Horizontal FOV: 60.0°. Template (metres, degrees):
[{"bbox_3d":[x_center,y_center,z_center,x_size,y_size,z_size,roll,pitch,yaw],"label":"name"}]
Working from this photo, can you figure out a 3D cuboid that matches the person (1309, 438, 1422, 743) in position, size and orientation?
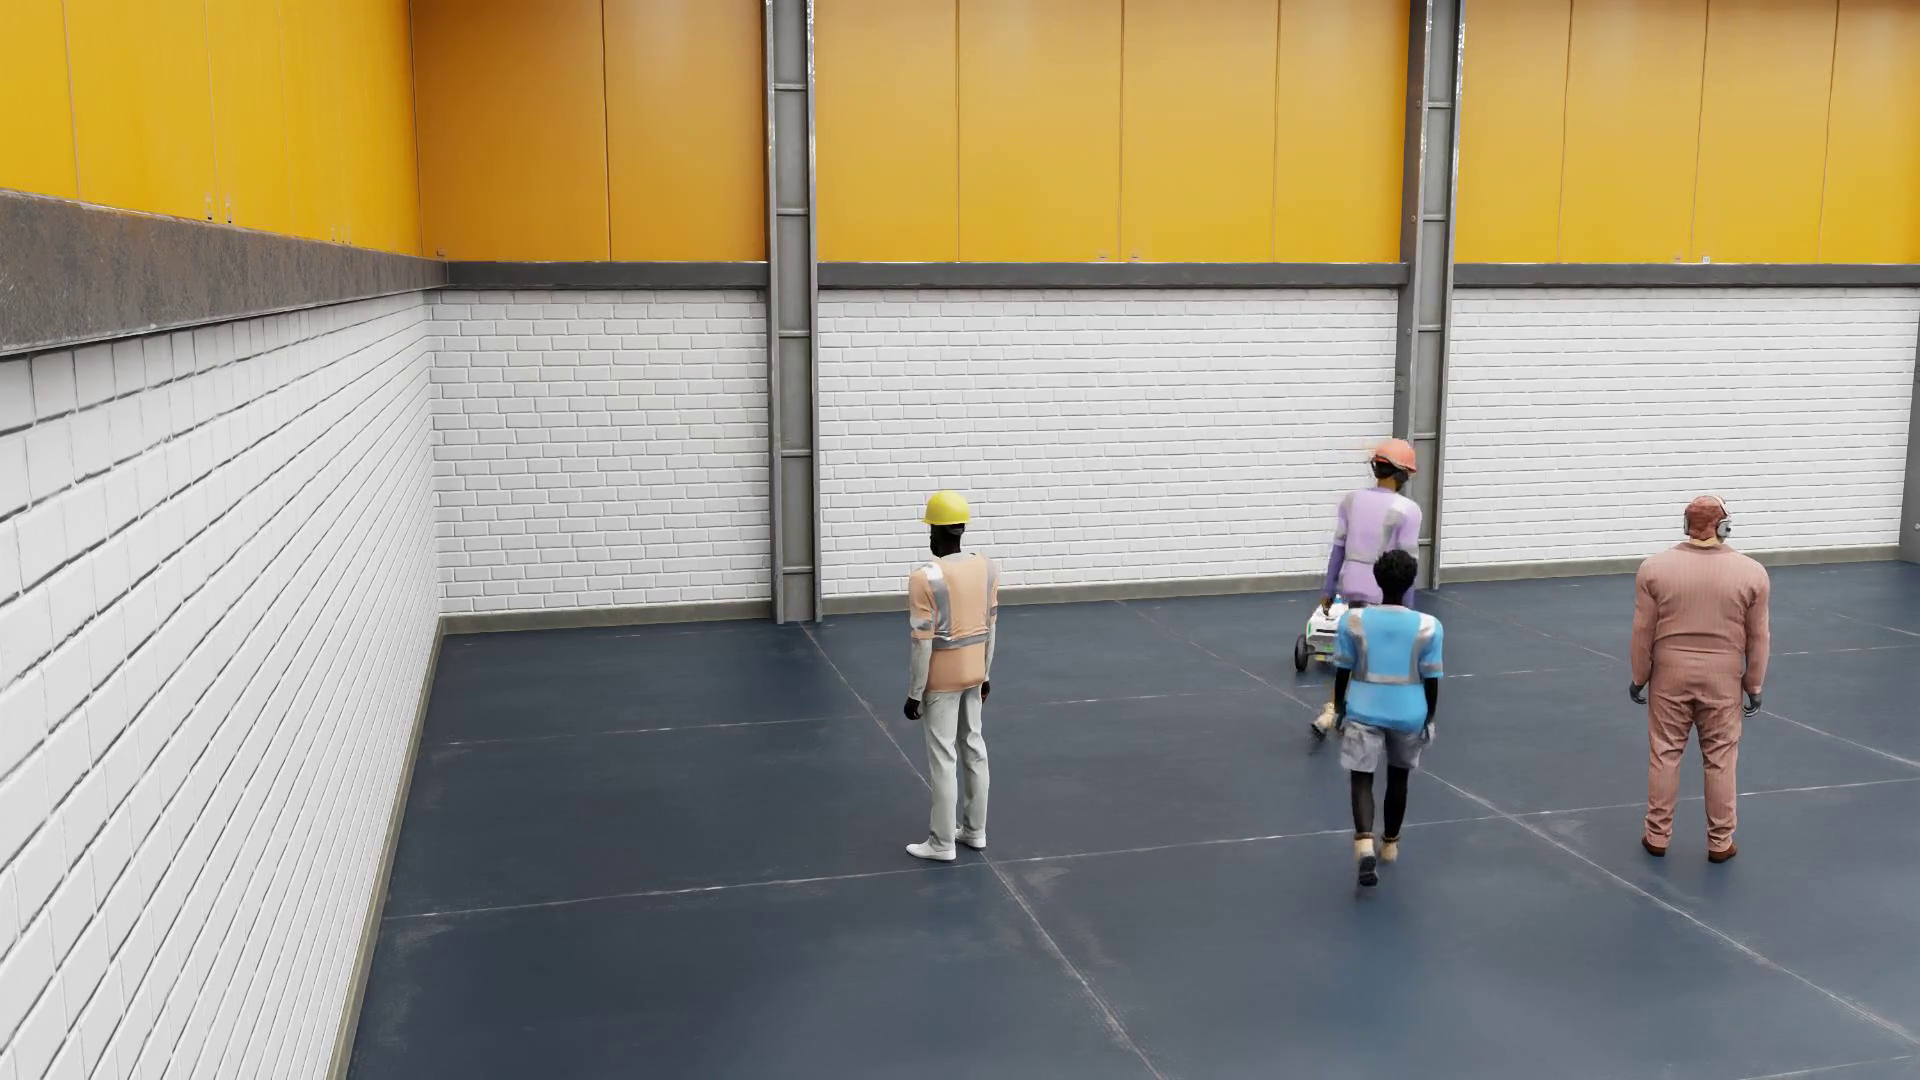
[{"bbox_3d":[2.598,0.339,10.722,0.967,1.990,0.660,-6,11,-33],"label":"person"}]

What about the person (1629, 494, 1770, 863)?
[{"bbox_3d":[3.813,0.711,8.611,0.652,1.904,0.402,4,10,23],"label":"person"}]

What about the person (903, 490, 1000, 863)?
[{"bbox_3d":[-0.056,0.702,8.594,0.365,1.927,0.588,9,13,44],"label":"person"}]

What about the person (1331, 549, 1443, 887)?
[{"bbox_3d":[2.121,0.879,8.276,0.534,1.669,0.739,2,9,13],"label":"person"}]

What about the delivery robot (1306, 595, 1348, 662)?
[{"bbox_3d":[2.880,0.663,12.812,0.477,0.478,0.707,3,10,19],"label":"delivery robot"}]
